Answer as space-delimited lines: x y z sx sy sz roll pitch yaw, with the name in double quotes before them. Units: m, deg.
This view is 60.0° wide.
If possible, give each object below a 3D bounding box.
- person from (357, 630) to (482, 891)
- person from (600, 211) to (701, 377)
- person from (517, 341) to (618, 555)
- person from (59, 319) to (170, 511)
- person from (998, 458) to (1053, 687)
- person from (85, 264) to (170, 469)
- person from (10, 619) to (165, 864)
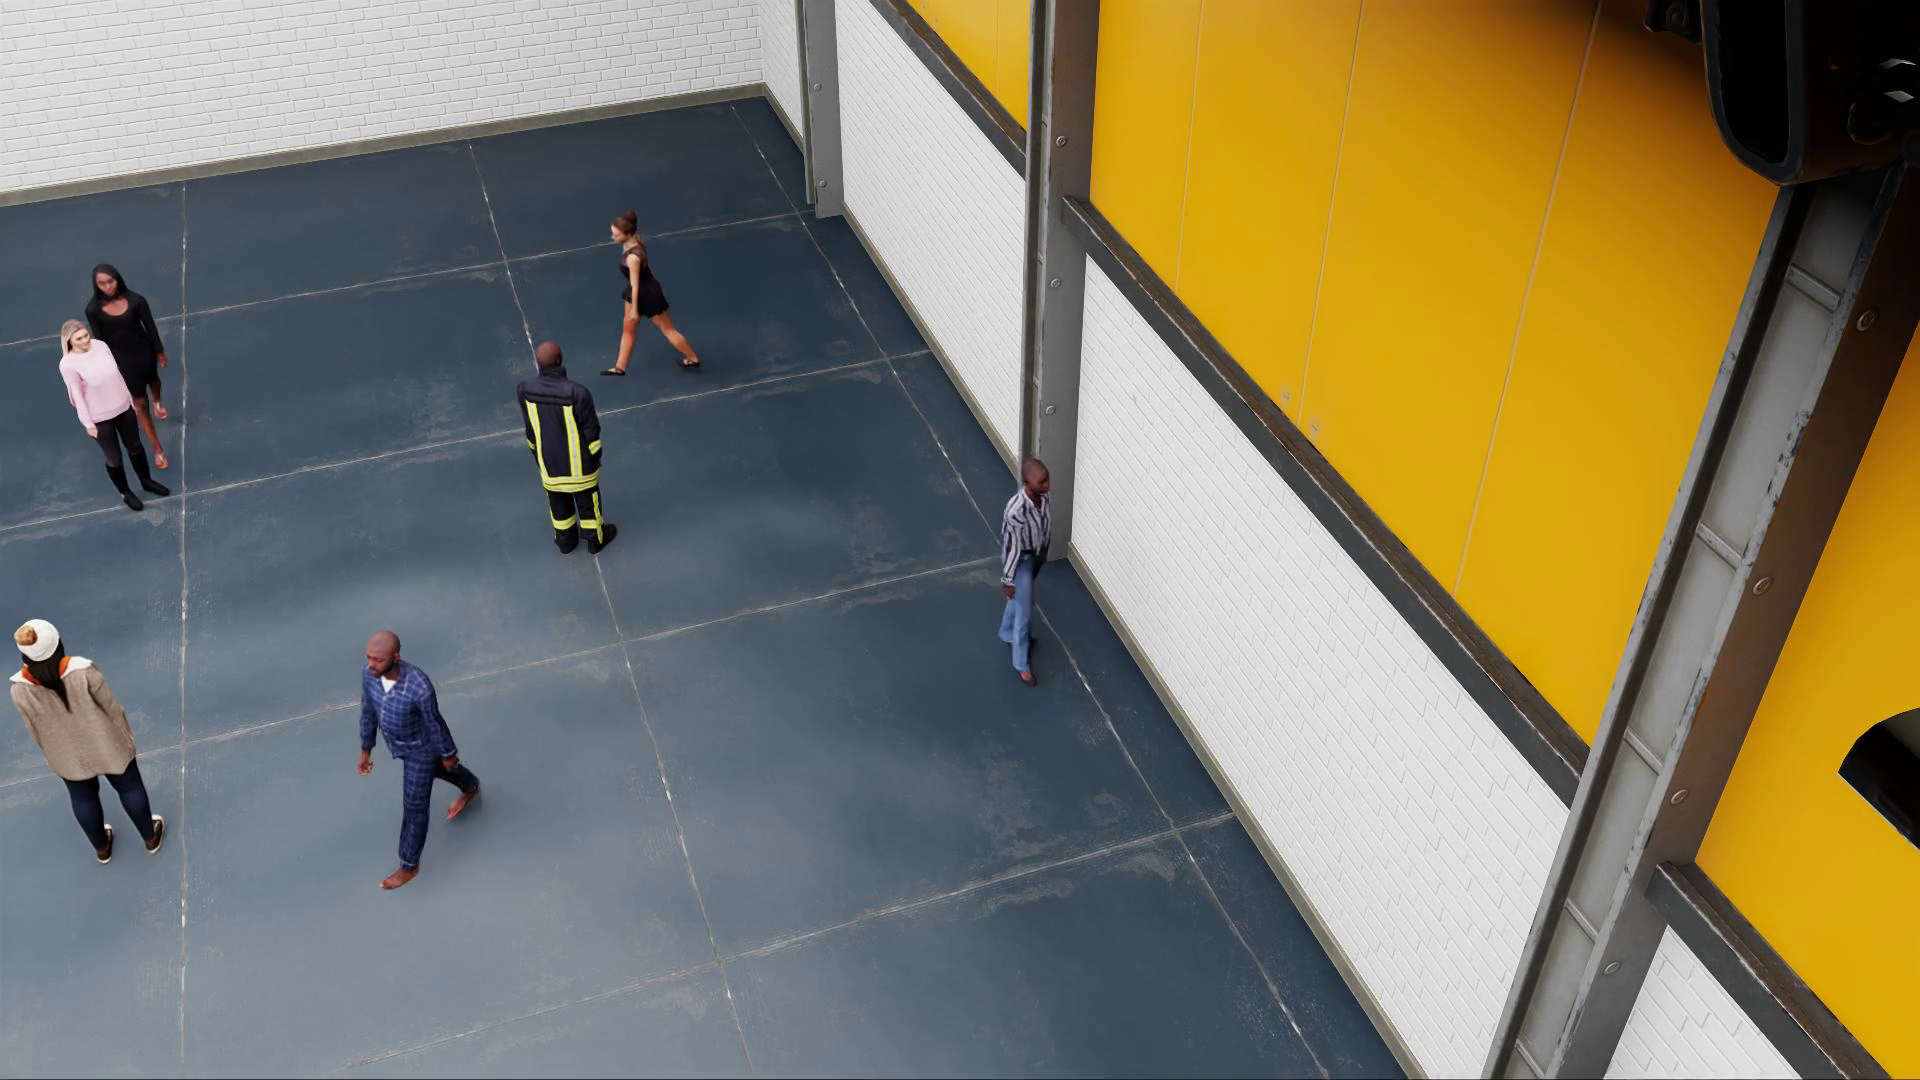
"person" -3.282 1.183 10.149 1.214 1.763 1.209 20 43 23
"person" -2.650 -2.103 14.381 0.784 1.616 1.075 -4 39 -5
"person" -2.952 -0.693 12.451 0.857 1.821 0.863 6 39 8
"person" -6.647 -1.003 12.949 0.743 1.684 0.690 18 42 21
"person" 0.419 0.152 11.425 0.926 1.782 0.874 14 41 17
"person" -6.765 -1.520 13.609 0.784 1.669 1.265 -20 43 -24
"person" -5.284 1.204 10.019 0.704 1.893 0.694 -8 39 -10
